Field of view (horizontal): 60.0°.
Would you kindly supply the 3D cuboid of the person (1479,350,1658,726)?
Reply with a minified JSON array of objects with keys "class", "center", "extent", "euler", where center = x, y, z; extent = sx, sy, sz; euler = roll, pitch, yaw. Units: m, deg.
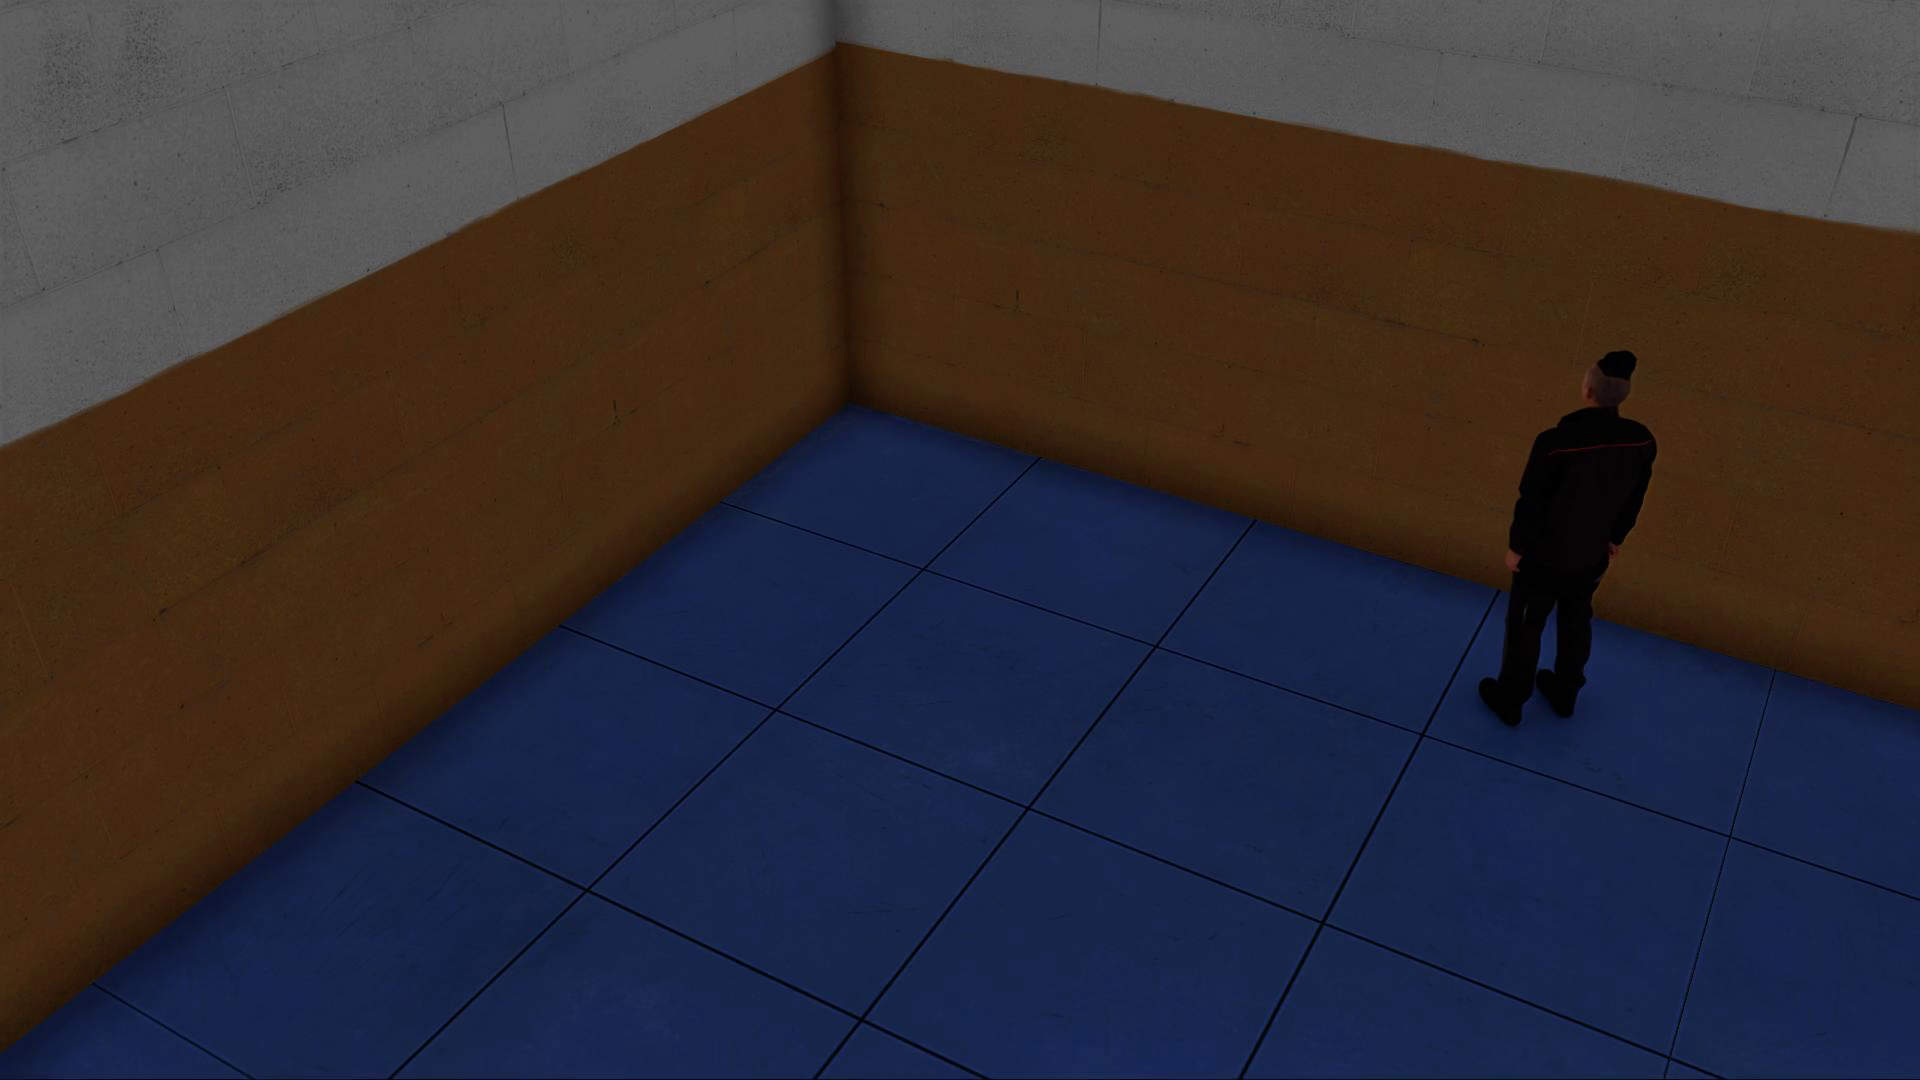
[{"class":"person","center":[2.652,0.002,7.250],"extent":[0.817,1.862,0.878],"euler":[-9,35,-13]}]
